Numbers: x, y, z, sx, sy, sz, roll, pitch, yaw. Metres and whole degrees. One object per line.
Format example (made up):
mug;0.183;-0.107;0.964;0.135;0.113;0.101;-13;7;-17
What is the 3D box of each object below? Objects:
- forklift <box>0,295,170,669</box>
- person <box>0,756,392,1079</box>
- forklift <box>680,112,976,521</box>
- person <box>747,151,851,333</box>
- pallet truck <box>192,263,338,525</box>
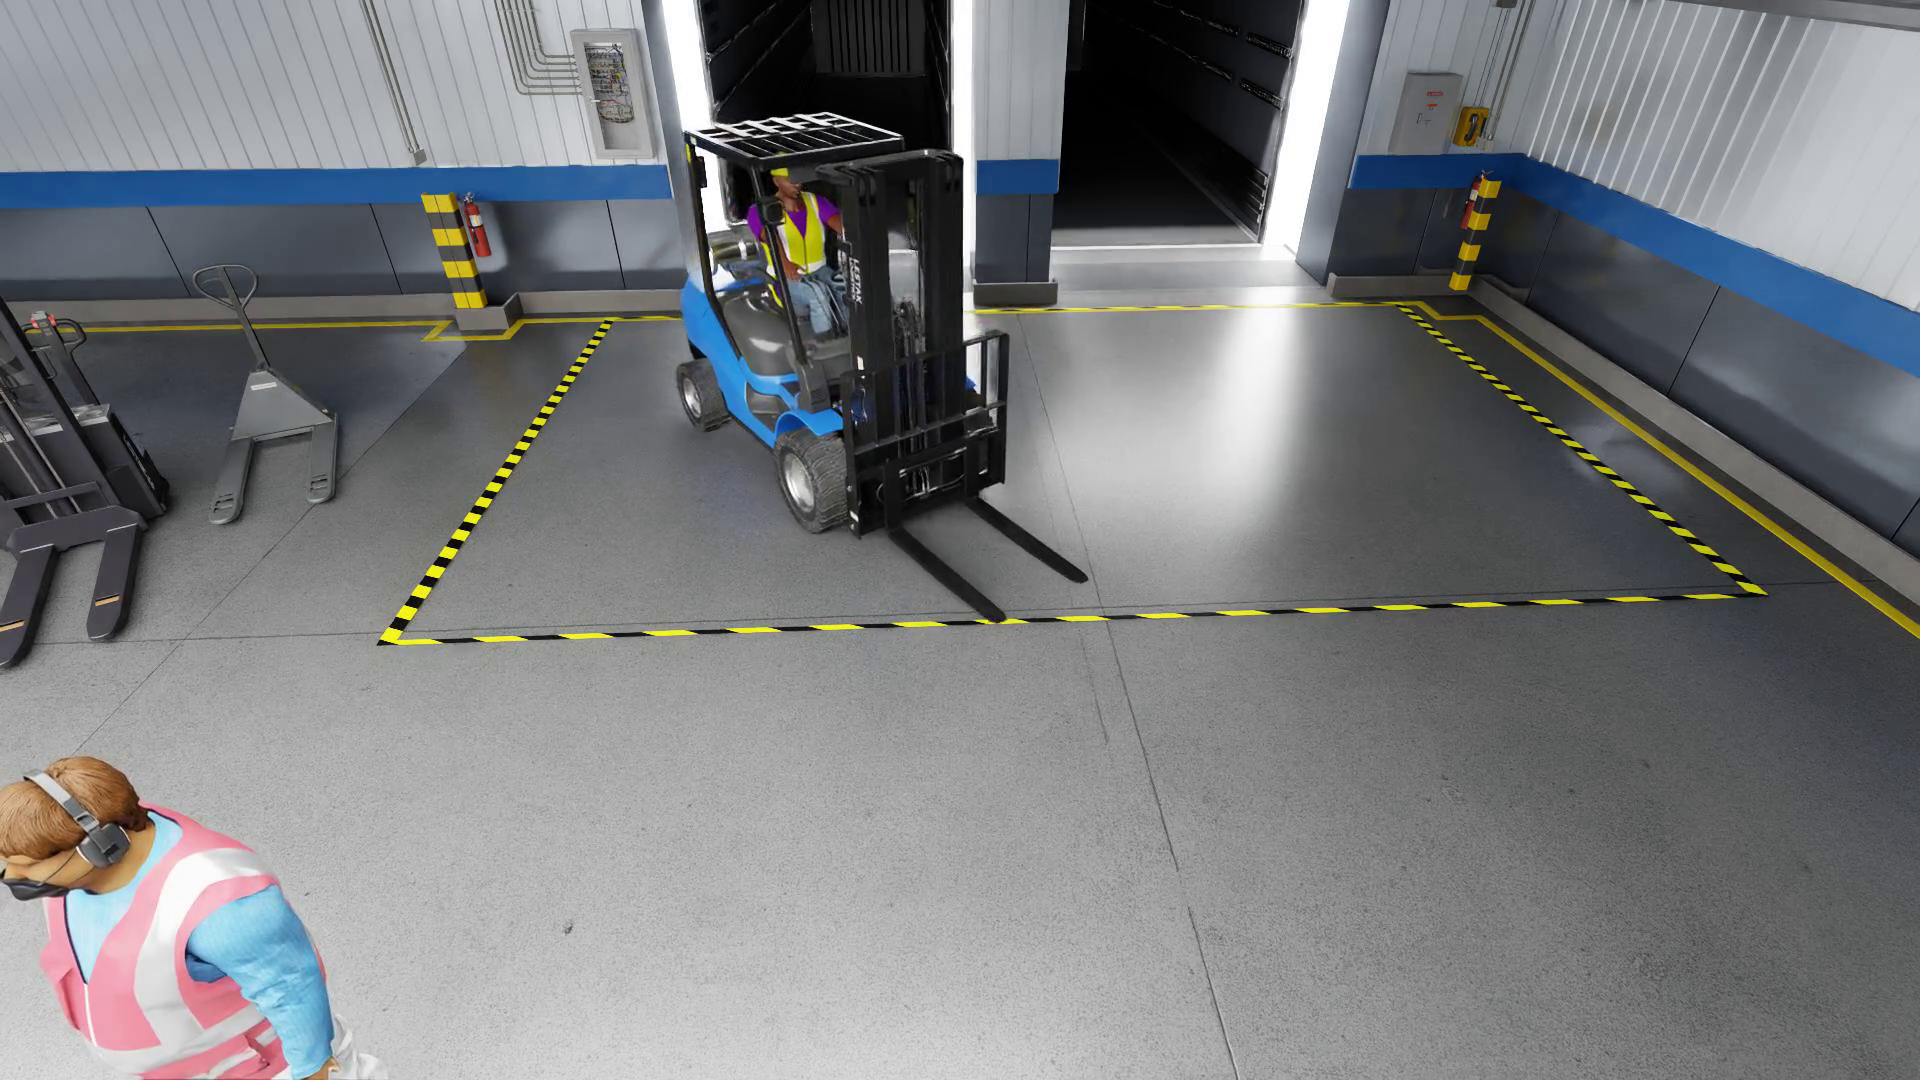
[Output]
forklift;-5.212;-0.618;4.878;0.823;1.965;1.885;-20;39;-26
person;-1.855;1.235;2.351;0.620;1.844;0.429;12;37;17
forklift;-0.938;-1.611;5.994;1.157;2.036;2.680;-22;41;-29
person;-0.909;-1.735;5.844;0.635;1.294;1.004;-22;41;-29
pallet truck;-4.778;-1.027;6.128;0.680;1.201;1.601;-17;38;-23
